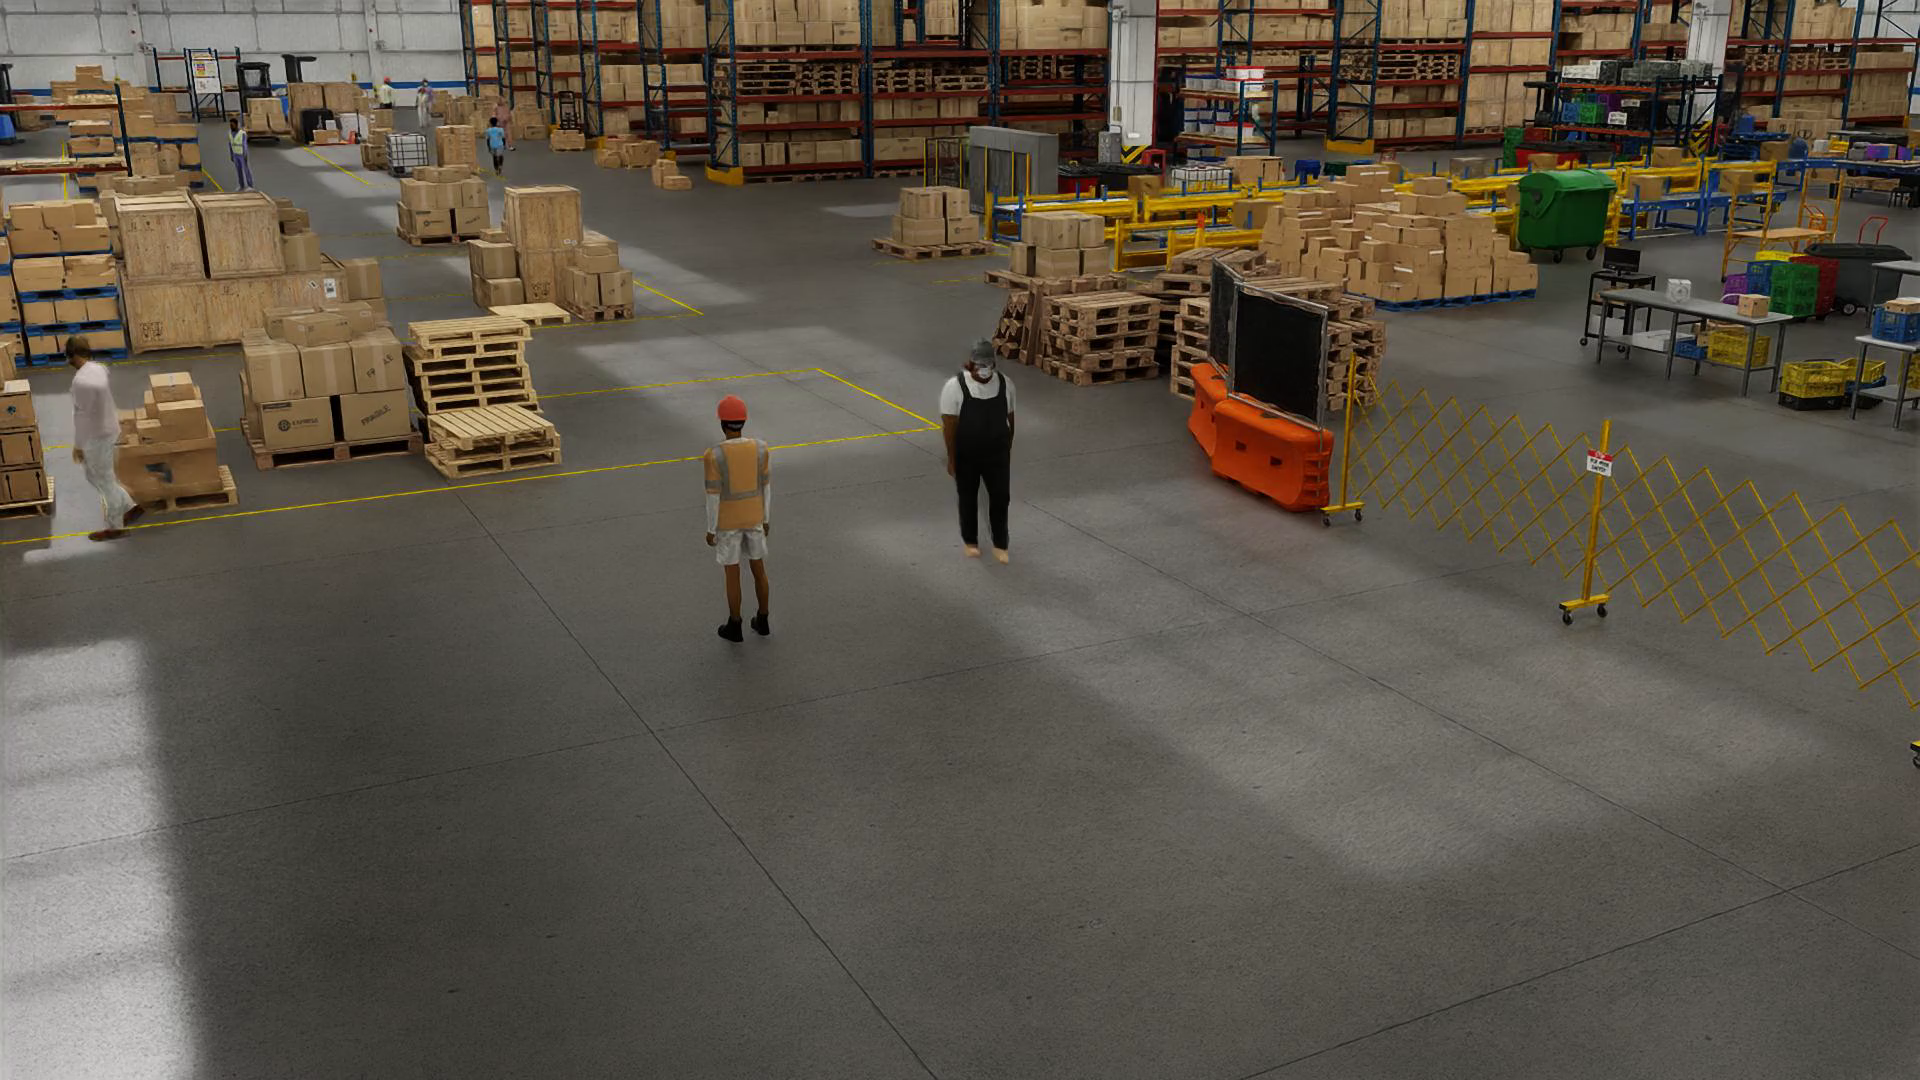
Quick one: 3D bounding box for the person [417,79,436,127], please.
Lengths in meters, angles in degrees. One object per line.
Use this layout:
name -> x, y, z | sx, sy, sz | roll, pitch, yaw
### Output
person -> -21.867, -17.932, 68.302 | 0.662, 1.906, 0.881 | -11, 21, -30

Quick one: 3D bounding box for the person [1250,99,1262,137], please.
person -> 10.503, -15.114, 59.805 | 0.900, 1.717, 0.540 | -1, 18, -2

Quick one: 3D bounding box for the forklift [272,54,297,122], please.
forklift -> -28.330, -19.148, 70.531 | 1.873, 2.768, 1.129 | -9, 20, -26

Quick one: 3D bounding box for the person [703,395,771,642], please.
person -> -1.725, -0.165, 12.869 | 0.547, 1.938, 0.377 | -11, 21, -30

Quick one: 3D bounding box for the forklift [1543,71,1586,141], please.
forklift -> 18.685, -13.231, 52.085 | 1.873, 2.768, 1.129 | -9, 20, -26

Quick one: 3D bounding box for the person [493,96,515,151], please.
person -> -15.629, -14.235, 56.877 | 0.645, 1.852, 1.016 | -12, 21, -33

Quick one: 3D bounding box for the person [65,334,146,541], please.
person -> -7.948, -0.931, 15.292 | 0.439, 1.915, 0.653 | -7, 19, -20

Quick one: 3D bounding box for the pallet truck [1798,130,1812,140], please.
pallet truck -> 25.526, -11.556, 49.408 | 1.630, 1.274, 0.653 | -9, 20, -26

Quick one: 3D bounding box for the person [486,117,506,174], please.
person -> -13.624, -11.561, 48.824 | 0.545, 1.668, 0.690 | -2, 18, -6

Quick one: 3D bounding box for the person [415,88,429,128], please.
person -> -22.099, -17.757, 68.282 | 0.568, 1.582, 0.865 | -5, 19, -16

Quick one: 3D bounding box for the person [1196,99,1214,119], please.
person -> 8.919, -15.459, 60.633 | 0.646, 1.892, 0.436 | -2, 18, -5

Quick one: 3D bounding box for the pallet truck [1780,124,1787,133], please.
pallet truck -> 25.206, -12.542, 52.601 | 1.601, 1.201, 0.680 | 0, 18, -2

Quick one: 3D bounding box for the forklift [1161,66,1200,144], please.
forklift -> 7.194, -14.588, 56.315 | 1.873, 2.768, 1.129 | -9, 20, -26

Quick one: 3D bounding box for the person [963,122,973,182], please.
person -> 0.311, -10.951, 46.915 | 0.625, 1.679, 0.540 | -9, 20, -26

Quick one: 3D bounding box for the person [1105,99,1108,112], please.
person -> 6.033, -17.576, 67.302 | 0.570, 1.840, 0.373 | -1, 18, -4

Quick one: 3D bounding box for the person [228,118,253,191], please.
person -> -19.327, -10.339, 44.637 | 0.589, 1.910, 0.396 | 7, 19, 21

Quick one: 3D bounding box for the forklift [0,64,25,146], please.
forklift -> -34.240, -15.419, 58.904 | 1.129, 2.768, 1.873 | -4, 18, -12

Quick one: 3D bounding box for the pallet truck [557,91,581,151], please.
pallet truck -> -13.495, -14.412, 57.188 | 0.823, 1.965, 1.885 | -3, 18, -9

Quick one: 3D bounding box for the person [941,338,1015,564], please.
person -> 0.191, -0.779, 14.617 | 0.693, 2.000, 0.745 | -3, 18, -11

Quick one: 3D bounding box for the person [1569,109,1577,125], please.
person -> 20.045, -13.288, 54.255 | 0.540, 1.649, 0.901 | -10, 20, -28

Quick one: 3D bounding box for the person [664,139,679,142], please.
person -> -10.656, -15.567, 60.869 | 0.552, 1.947, 0.629 | -11, 21, -30

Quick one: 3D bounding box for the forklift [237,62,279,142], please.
forklift -> -25.796, -16.044, 60.854 | 1.129, 2.768, 1.873 | -9, 20, -27

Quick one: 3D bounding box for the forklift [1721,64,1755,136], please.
forklift -> 27.000, -15.285, 58.488 | 1.873, 2.768, 1.129 | -9, 20, -26

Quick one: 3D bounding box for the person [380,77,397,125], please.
person -> -23.603, -18.142, 68.860 | 0.665, 1.963, 0.796 | 6, 19, 18
